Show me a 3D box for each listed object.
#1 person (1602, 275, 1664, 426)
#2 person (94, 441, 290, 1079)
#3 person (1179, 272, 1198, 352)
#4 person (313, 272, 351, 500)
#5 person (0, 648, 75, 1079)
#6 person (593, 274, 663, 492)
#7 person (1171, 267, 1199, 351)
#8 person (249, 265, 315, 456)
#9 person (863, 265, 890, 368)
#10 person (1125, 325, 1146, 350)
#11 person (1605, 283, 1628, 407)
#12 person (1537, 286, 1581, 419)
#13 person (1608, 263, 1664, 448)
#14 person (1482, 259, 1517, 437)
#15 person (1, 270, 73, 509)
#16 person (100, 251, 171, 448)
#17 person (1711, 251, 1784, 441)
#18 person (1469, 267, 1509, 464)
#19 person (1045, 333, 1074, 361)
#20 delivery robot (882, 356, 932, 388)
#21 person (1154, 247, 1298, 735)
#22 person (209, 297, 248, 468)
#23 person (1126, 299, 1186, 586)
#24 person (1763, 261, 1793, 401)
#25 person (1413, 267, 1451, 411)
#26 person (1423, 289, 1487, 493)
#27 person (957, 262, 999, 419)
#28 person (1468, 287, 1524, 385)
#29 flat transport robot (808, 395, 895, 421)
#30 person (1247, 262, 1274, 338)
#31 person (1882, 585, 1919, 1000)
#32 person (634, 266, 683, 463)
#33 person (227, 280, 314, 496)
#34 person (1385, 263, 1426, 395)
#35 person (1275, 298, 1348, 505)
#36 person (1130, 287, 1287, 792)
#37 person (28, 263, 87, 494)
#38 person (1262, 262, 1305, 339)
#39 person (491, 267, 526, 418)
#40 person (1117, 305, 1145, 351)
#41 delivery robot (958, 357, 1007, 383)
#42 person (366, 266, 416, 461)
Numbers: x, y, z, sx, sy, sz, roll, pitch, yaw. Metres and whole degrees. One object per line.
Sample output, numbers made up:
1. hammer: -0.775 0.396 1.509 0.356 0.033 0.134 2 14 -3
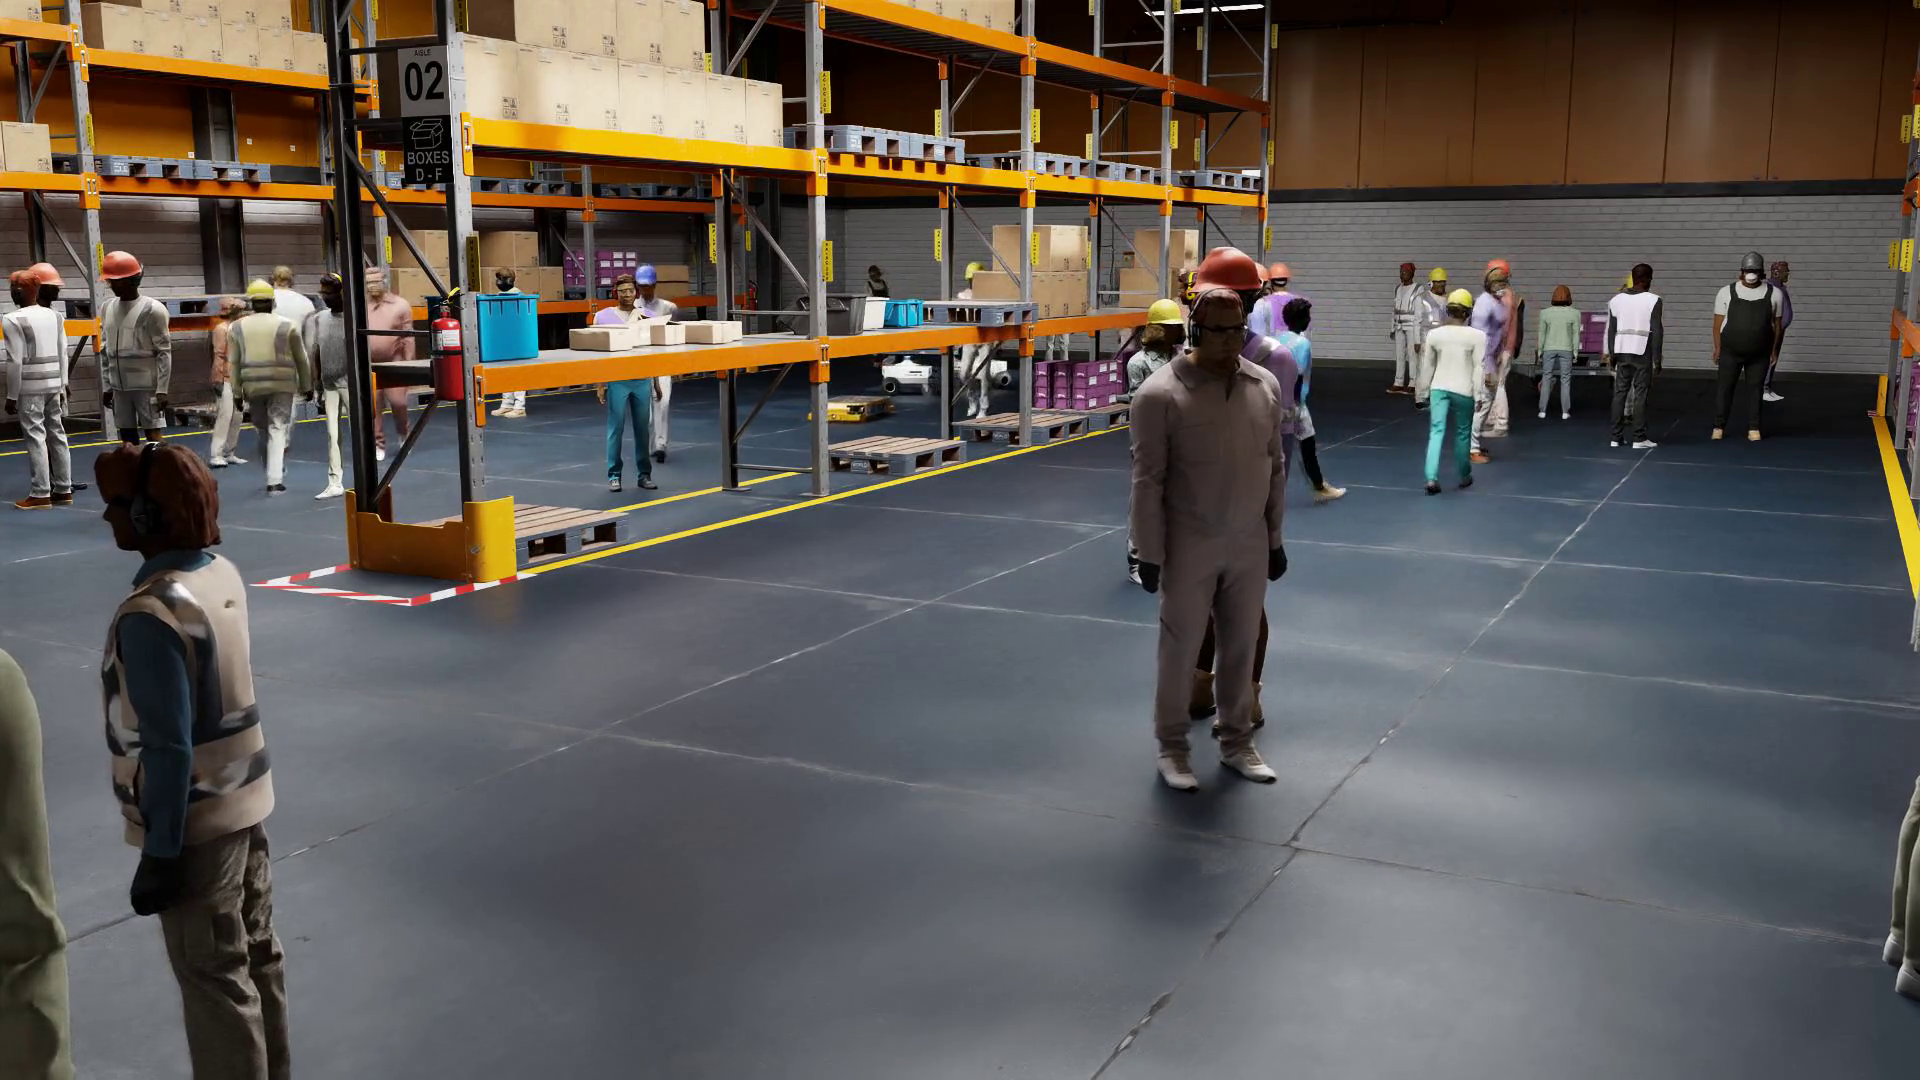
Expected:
1. person: 7.876 -2.220 19.440 0.641 1.786 0.827 3 10 14
2. person: -1.623 0.604 3.535 0.315 1.640 0.515 -1 10 -8
3. person: 1.960 -1.307 13.959 0.335 1.865 0.519 0 10 -1
4. person: -5.061 -1.245 13.607 0.519 1.862 0.327 2 10 11
5. person: -1.305 0.719 1.845 0.611 1.995 0.380 -1 10 -4
6. person: -2.830 -1.339 14.186 0.571 1.844 0.376 -5 11 -28
7. person: 2.395 -1.883 17.275 0.654 1.873 0.907 5 11 25
8. person: -6.764 -1.786 16.618 0.653 1.908 0.430 -6 12 -32
9. person: -1.450 -3.952 29.478 0.669 1.806 0.468 -7 12 -36
10. person: 2.633 -3.077 23.935 0.632 1.957 0.809 -6 12 -33
11. person: 8.708 -2.539 21.751 0.373 1.620 0.527 -3 10 -19
12. person: 7.326 -2.295 20.374 0.498 1.626 0.288 5 11 26
13. person: 7.013 -1.909 17.297 0.391 1.913 0.587 -7 12 -37
14. person: 5.906 -2.108 18.331 0.403 1.957 0.778 2 10 9
15. person: -7.320 -1.182 13.173 0.355 1.885 0.575 2 10 12
16. person: -6.350 -1.188 12.778 0.605 2.034 0.389 3 10 16
17. person: 8.486 -2.083 17.931 0.683 2.000 0.536 4 10 21
18. person: 5.061 -1.682 16.049 0.467 1.893 0.765 5 11 27
19. person: 1.520 -3.405 25.923 0.589 1.925 0.373 3 10 15
20. delivery robot: -0.747 -2.370 23.619 0.707 0.478 0.477 0 10 0
21. person: 1.107 -0.196 7.001 0.381 2.045 0.605 -8 13 -39
22. person: -6.956 -1.500 15.817 0.338 1.603 0.658 0 10 0
23. person: 1.234 -0.593 10.168 0.487 1.744 0.294 -7 12 -36
24. person: 11.198 -2.865 22.849 0.409 1.907 0.651 7 12 36
25. person: 6.105 -2.577 21.390 0.588 1.835 0.403 -3 10 -17
26. person: 4.178 -1.261 14.111 0.535 1.724 0.924 6 11 30
27. person: 0.216 -2.396 20.118 0.597 1.909 0.448 3 10 19
28. person: 6.629 -2.417 20.641 0.646 1.784 0.980 2 10 12
29. flat transport robot: -1.315 -1.628 20.420 0.652 0.197 1.431 3 10 14
30. person: 2.633 -1.517 14.960 0.373 1.935 0.550 3 10 16
31. person: 2.744 0.330 4.474 0.323 1.866 0.528 4 11 24
32. person: -3.030 -1.706 16.175 0.644 1.888 1.014 -1 10 -5
33. person: -5.824 -1.299 14.130 0.604 1.784 0.927 -1 10 -5
34. person: 6.404 -3.026 23.848 0.337 1.882 0.585 -6 11 -31
35. person: 2.701 -1.091 13.272 0.847 1.651 0.551 -3 10 -18
36. person: 0.957 0.002 6.296 0.652 1.896 0.402 -4 11 -24
37. person: -7.632 -1.348 13.975 0.356 1.937 0.552 -1 10 -7
38. person: 3.424 -2.023 17.931 0.565 1.918 0.402 0 10 -2
39. person: -5.593 -2.436 20.545 0.429 1.846 0.632 -9 13 -42
40. person: 2.535 -2.978 24.423 0.529 1.592 0.838 3 10 17
41. delivery robot: 0.331 -2.532 24.562 0.707 0.478 0.477 -6 11 -30
42. person: -5.660 -1.713 16.238 0.661 1.895 0.421 -2 10 -10
